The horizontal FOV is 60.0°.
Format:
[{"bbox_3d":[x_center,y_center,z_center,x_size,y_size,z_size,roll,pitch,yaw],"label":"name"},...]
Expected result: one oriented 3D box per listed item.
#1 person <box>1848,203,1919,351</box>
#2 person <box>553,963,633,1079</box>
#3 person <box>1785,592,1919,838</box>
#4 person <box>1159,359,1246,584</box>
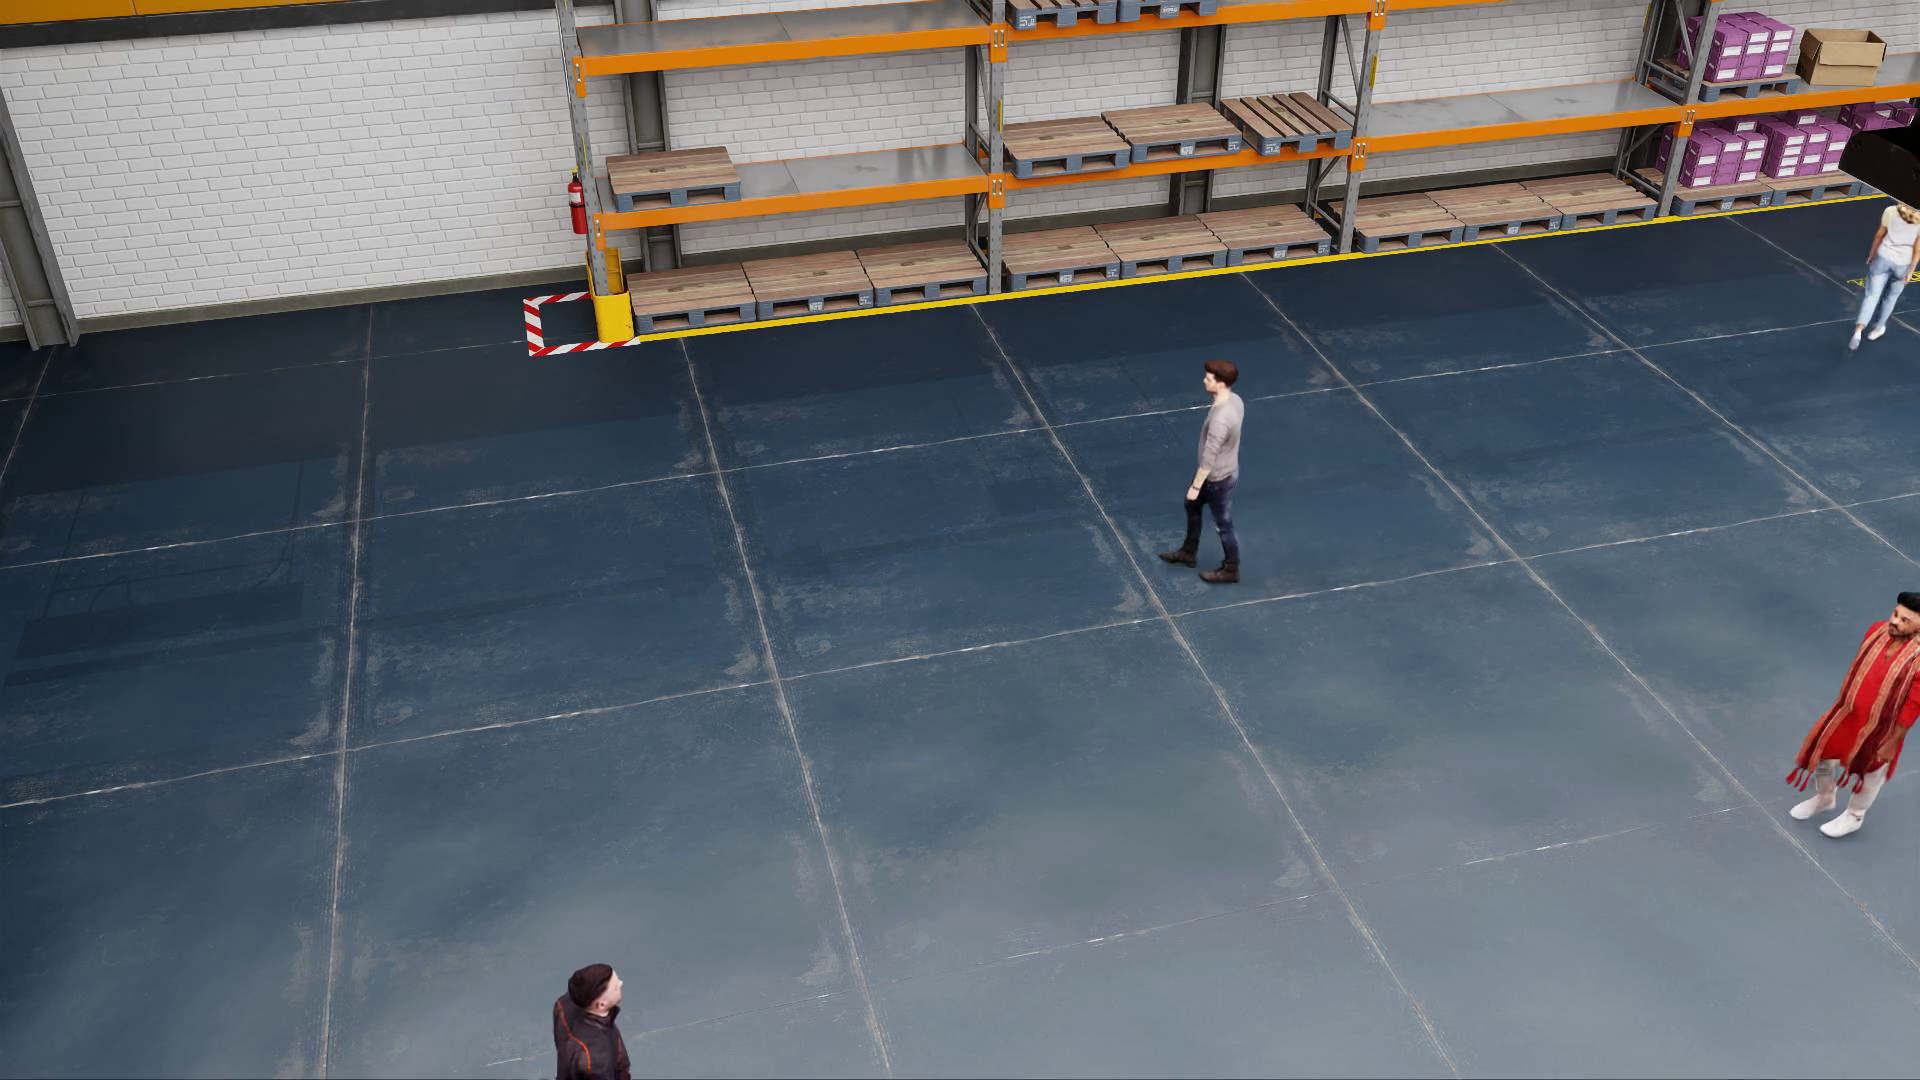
[{"bbox_3d":[8.874,-2.601,15.902,1.002,1.701,1.163,27,42,34],"label":"person"},{"bbox_3d":[-1.779,2.702,7.802,1.118,1.836,0.861,-16,37,-23],"label":"person"},{"bbox_3d":[5.717,1.061,10.244,0.795,1.866,0.732,-11,35,-16],"label":"person"},{"bbox_3d":[2.036,-0.476,12.538,1.007,1.885,0.893,4,34,7],"label":"person"}]
